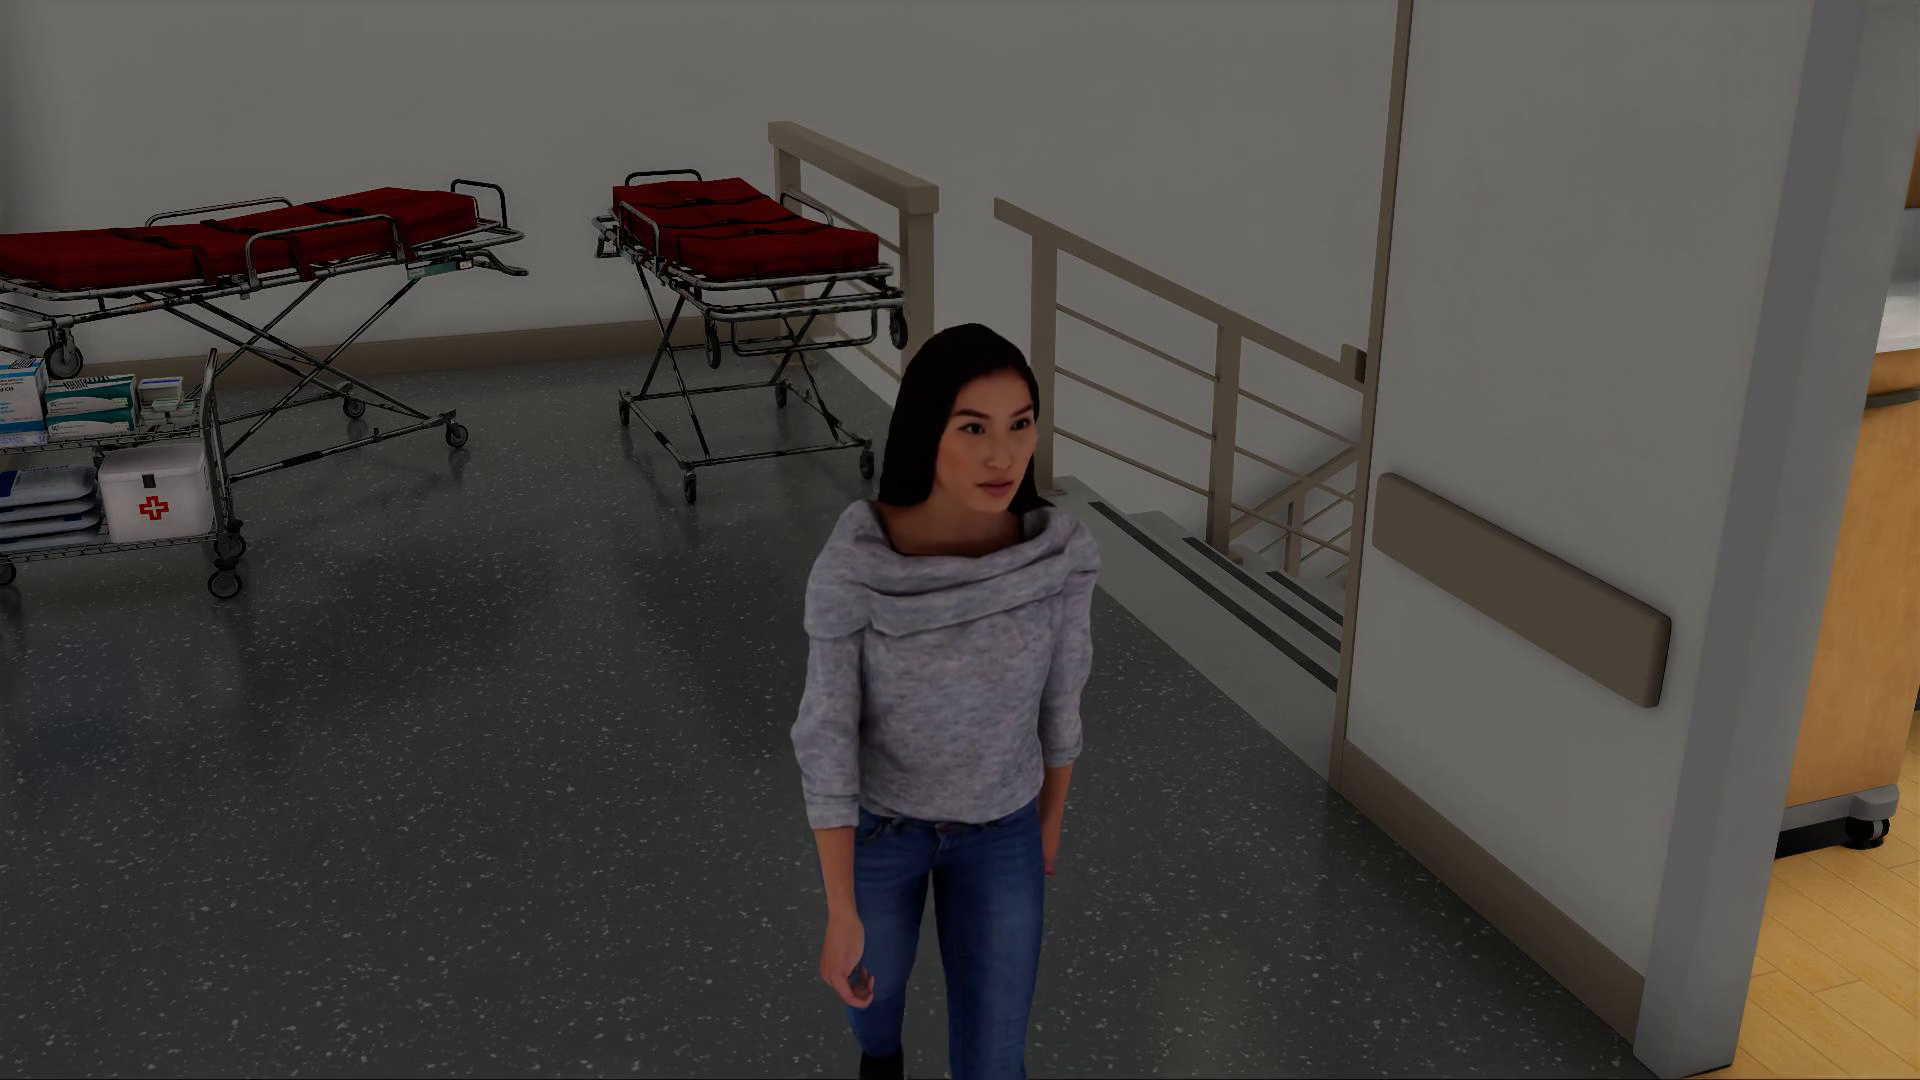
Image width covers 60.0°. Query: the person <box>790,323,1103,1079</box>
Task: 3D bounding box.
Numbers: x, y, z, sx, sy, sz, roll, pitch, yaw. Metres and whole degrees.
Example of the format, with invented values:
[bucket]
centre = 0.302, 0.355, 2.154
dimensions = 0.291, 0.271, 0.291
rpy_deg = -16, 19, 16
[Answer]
[person]
centre = -0.069, 0.448, 2.597
dimensions = 0.740, 1.584, 1.126
rpy_deg = -4, 21, -10
